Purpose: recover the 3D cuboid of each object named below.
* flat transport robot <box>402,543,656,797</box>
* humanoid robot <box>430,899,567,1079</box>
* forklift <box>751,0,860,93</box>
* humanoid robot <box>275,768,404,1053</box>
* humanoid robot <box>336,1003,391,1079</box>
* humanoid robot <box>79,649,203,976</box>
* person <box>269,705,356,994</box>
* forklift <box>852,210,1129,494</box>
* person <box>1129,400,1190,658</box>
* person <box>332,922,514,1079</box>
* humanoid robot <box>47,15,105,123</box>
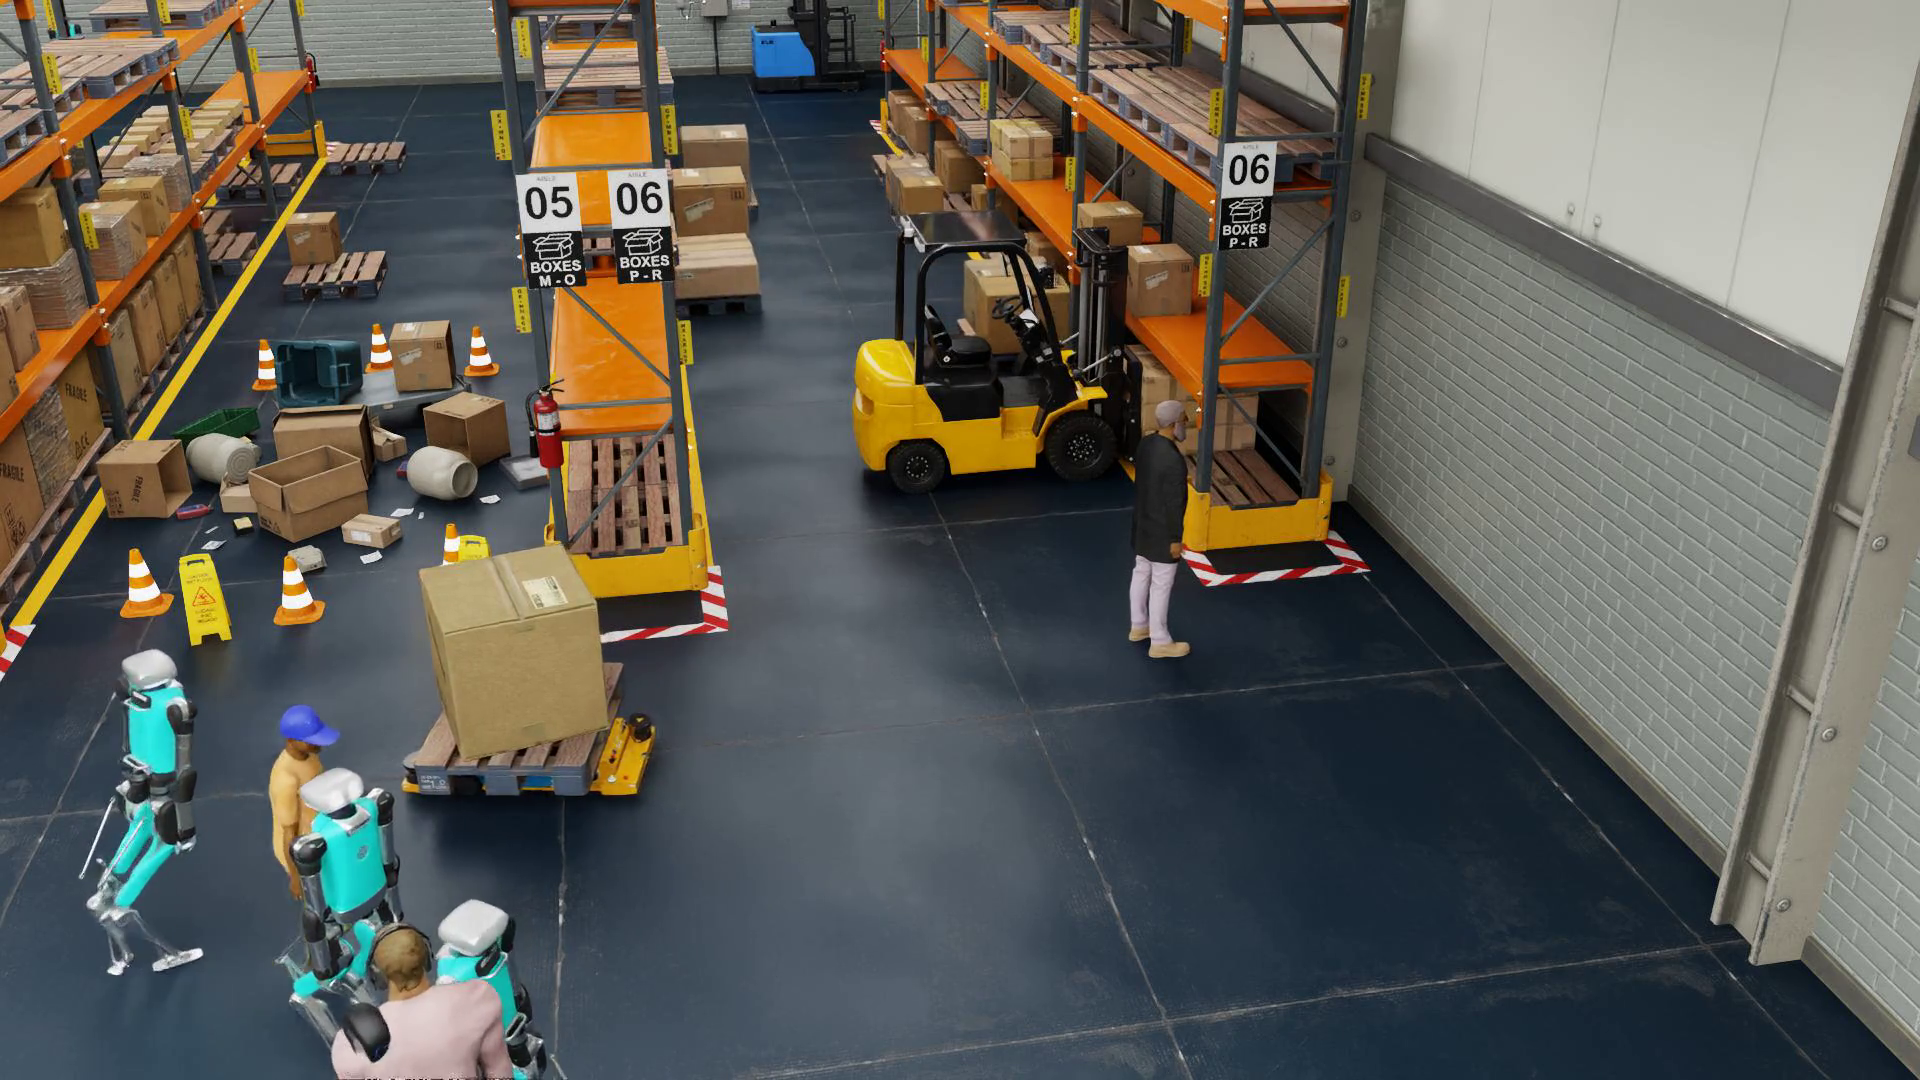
[{"bbox_3d":[-2.671,1.330,10.359,1.431,0.231,0.659,0,26,1],"label":"flat transport robot"},{"bbox_3d":[-1.699,2.256,6.736,0.676,1.780,0.543,6,26,13],"label":"humanoid robot"},{"bbox_3d":[-2.872,-9.679,30.288,1.873,2.768,1.129,-5,26,-10],"label":"forklift"},{"bbox_3d":[-2.907,1.816,7.682,0.683,1.823,0.530,12,28,24],"label":"humanoid robot"},{"bbox_3d":[-2.170,2.438,6.424,0.308,1.653,0.612,18,31,33],"label":"humanoid robot"},{"bbox_3d":[-4.190,1.479,8.372,0.589,1.786,0.817,15,30,29],"label":"humanoid robot"},{"bbox_3d":[-3.160,1.555,8.246,0.417,1.700,0.545,-3,26,-6],"label":"person"},{"bbox_3d":[0.216,-1.659,14.366,2.313,2.155,1.214,-5,26,-10],"label":"forklift"},{"bbox_3d":[1.370,-0.085,11.472,0.411,1.856,0.532,-10,27,-19],"label":"person"},{"bbox_3d":[-2.029,2.298,6.454,0.635,1.929,0.384,-13,29,-26],"label":"person"},{"bbox_3d":[-14.661,-7.842,27.794,0.975,1.760,0.573,22,33,38],"label":"humanoid robot"}]
